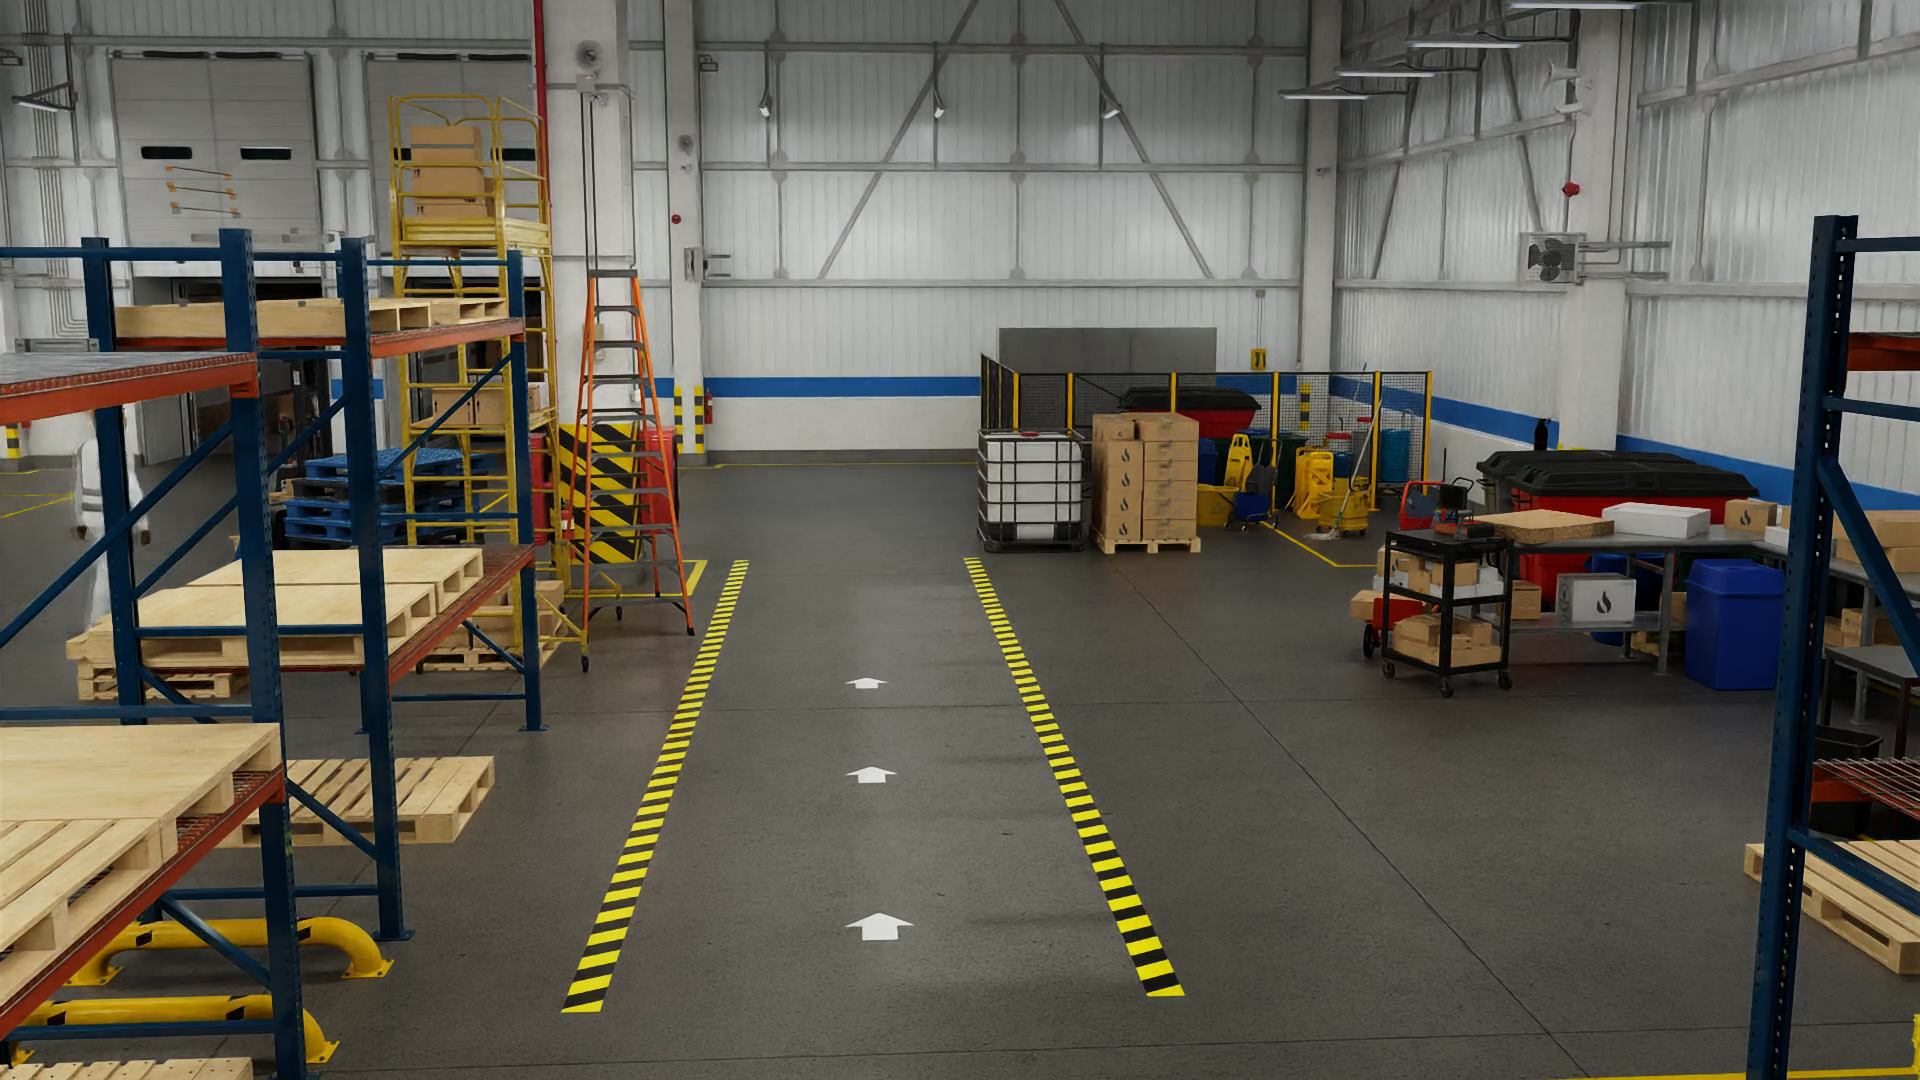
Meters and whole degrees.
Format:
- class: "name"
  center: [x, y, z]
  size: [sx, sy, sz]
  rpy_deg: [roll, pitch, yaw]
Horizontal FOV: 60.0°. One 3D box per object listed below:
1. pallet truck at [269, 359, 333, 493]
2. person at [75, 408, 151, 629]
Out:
- class: "pallet truck"
  center: [-7.062, -1.131, 18.996]
  size: [1.885, 1.965, 0.823]
  rpy_deg: [2, 9, 13]
- class: "person"
  center: [-6.693, -0.146, 13.216]
  size: [0.630, 1.862, 0.764]
  rpy_deg: [5, 10, 27]
